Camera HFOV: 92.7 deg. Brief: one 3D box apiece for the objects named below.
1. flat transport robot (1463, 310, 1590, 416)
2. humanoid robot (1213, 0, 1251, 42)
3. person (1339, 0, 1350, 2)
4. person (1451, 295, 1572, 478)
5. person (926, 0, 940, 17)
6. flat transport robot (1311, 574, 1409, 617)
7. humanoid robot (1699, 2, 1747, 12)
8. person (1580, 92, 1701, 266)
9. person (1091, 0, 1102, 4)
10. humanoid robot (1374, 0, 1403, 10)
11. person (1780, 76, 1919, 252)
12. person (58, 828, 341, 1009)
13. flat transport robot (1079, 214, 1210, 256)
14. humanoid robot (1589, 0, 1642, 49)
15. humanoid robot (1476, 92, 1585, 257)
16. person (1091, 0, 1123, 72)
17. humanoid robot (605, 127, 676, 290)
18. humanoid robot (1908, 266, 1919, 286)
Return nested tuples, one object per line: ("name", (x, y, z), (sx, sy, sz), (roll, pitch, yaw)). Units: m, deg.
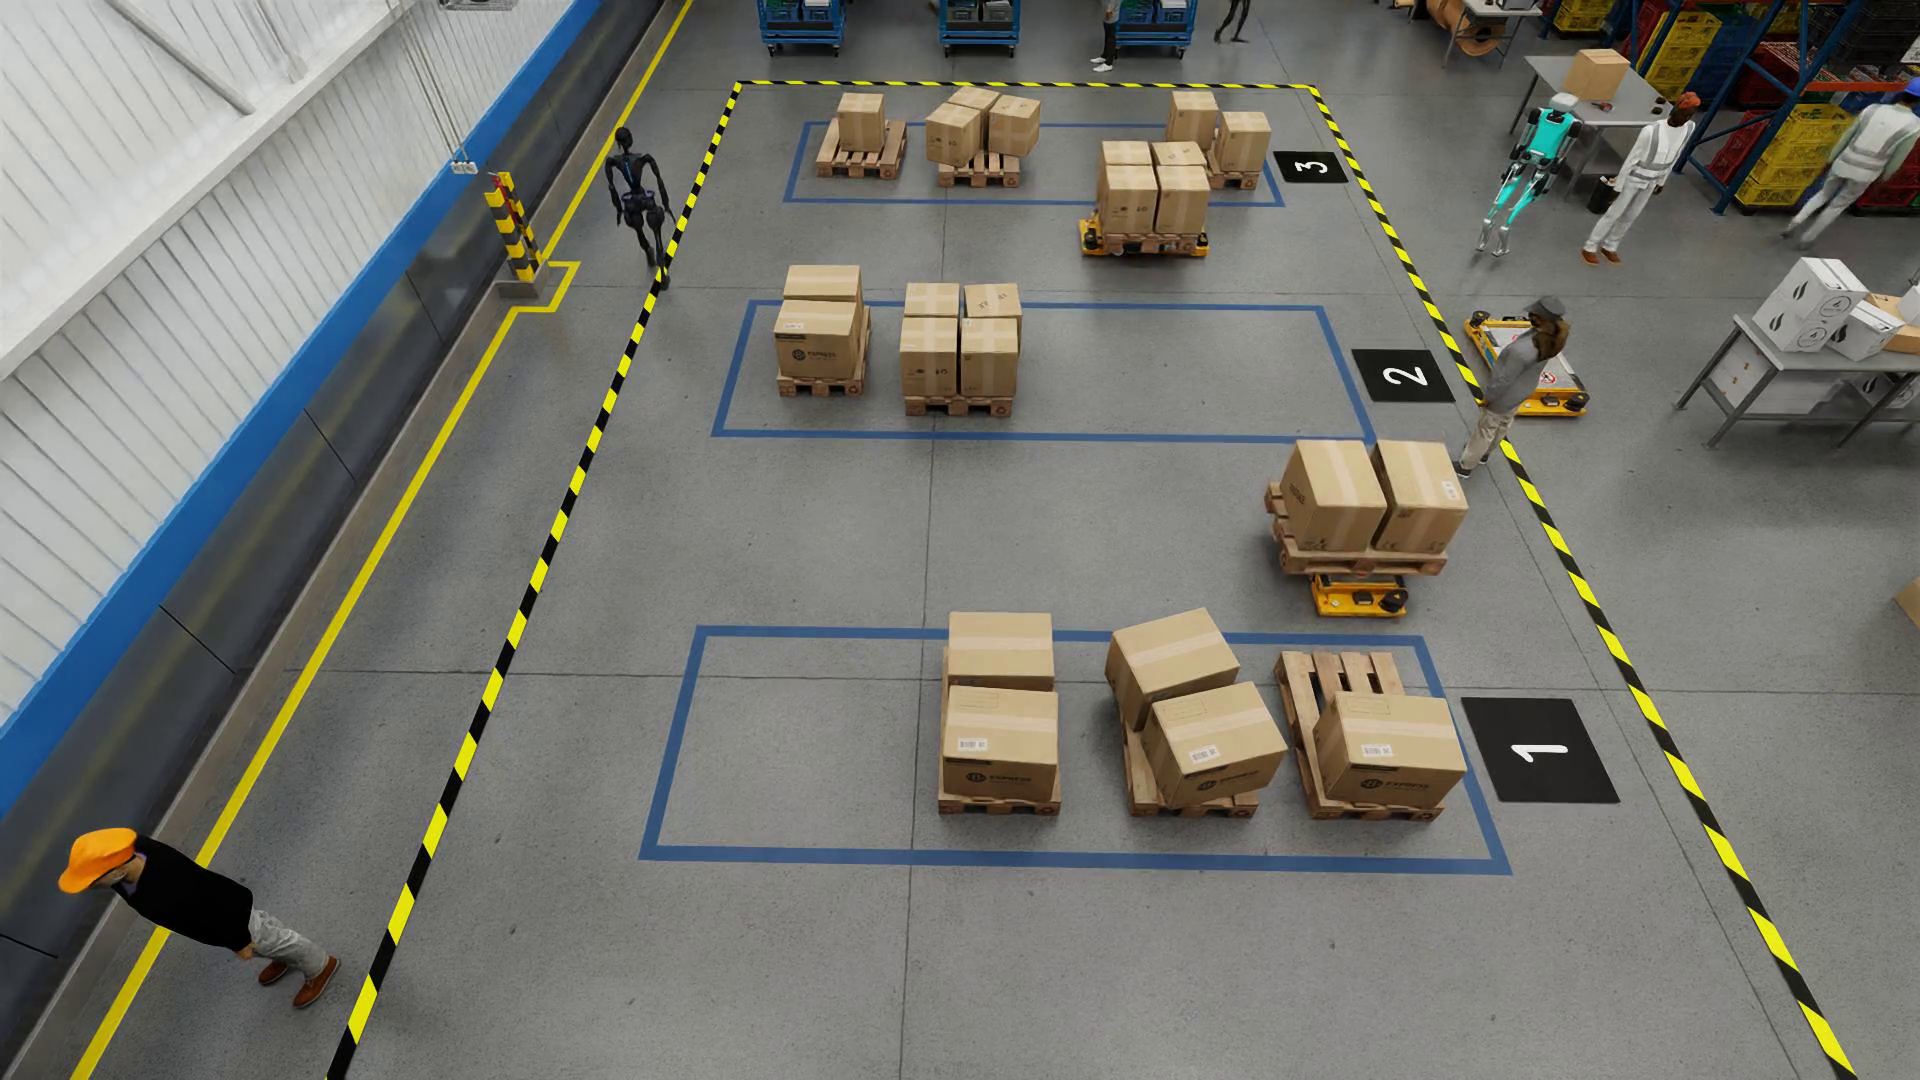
("flat transport robot", (5.573, -1.757, 9.054), (0.659, 0.231, 1.431), (1, 49, 1))
("humanoid robot", (4.302, -8.455, 13.925), (0.608, 1.646, 0.489), (-29, 55, -23))
("person", (6.631, -9.960, 15.033), (0.368, 1.966, 0.605), (35, 58, 26))
("person", (4.568, -1.248, 7.622), (0.561, 1.766, 0.400), (-28, 55, -22))
("person", (-0.213, -9.267, 14.475), (0.541, 1.911, 0.634), (-10, 50, -9))
("flat transport robot", (3.132, -0.001, 7.516), (0.652, 0.197, 1.431), (1, 49, 1))
("humanoid robot", (11.427, -8.117, 13.618), (0.599, 1.657, 0.315), (25, 54, 20))
("person", (7.253, -3.812, 9.771), (0.581, 1.879, 0.378), (-8, 50, -7))
("person", (2.224, -9.924, 15.117), (0.676, 1.801, 0.645), (20, 52, 17))
("humanoid robot", (7.190, -9.535, 14.855), (0.546, 1.643, 0.583), (-2, 49, -2))
("person", (9.728, -4.022, 9.911), (0.450, 1.931, 0.615), (-19, 52, -15))
("person", (-3.888, 1.962, 4.768), (0.586, 1.884, 0.362), (21, 52, 18))
("flat transport robot", (2.124, -3.555, 10.592), (1.431, 0.197, 0.652), (1, 49, 1))
("humanoid robot", (10.088, -8.203, 13.711), (0.390, 1.641, 0.593), (33, 57, 25))
("humanoid robot", (5.967, -3.811, 9.769), (0.735, 1.681, 0.533), (-35, 58, -26))
("person", (2.138, -7.761, 13.207), (0.396, 1.848, 0.587), (1, 49, 1))
("humanoid robot", (-3.355, -3.529, 9.679), (0.612, 1.619, 0.759), (-8, 50, -7))
("humanoid robot", (10.566, -3.361, 9.410), (0.531, 1.695, 0.736), (5, 49, 4))
